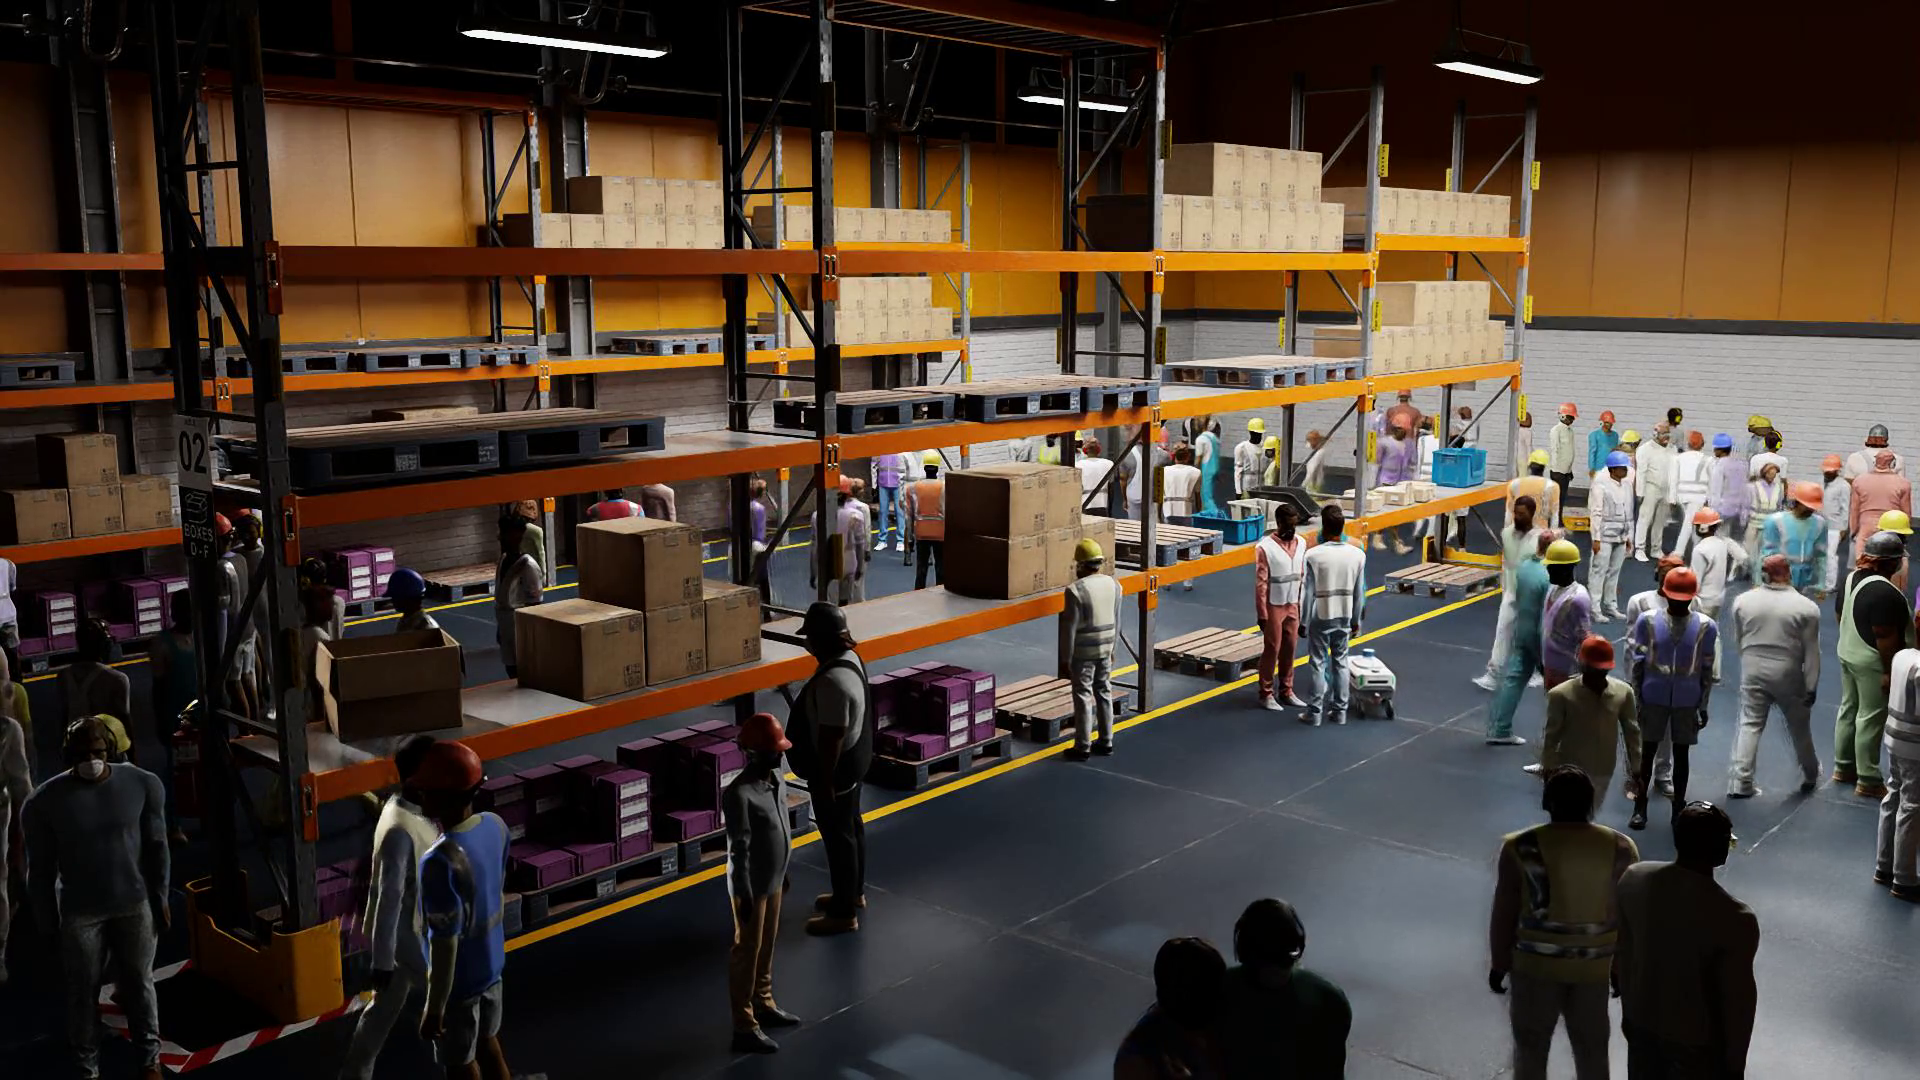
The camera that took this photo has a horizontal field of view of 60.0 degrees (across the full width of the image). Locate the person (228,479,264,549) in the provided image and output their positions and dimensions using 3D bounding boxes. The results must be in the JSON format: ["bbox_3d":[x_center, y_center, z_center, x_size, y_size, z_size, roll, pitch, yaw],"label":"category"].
[{"bbox_3d":[-7.390,0.284,17.173,0.345,1.847,0.504,7,12,34],"label":"person"}]

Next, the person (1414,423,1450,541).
[{"bbox_3d":[6.823,-0.850,23.929,0.605,1.856,0.476,8,12,39],"label":"person"}]

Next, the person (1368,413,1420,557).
[{"bbox_3d":[6.063,-0.779,23.119,0.608,1.982,1.034,-4,10,-25],"label":"person"}]

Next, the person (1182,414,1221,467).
[{"bbox_3d":[3.694,-1.191,25.453,0.615,2.028,0.409,4,10,24],"label":"person"}]

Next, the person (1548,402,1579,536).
[{"bbox_3d":[8.940,-1.049,24.688,0.380,1.993,0.610,8,12,40],"label":"person"}]

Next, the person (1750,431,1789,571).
[{"bbox_3d":[10.575,-0.496,21.753,0.329,1.873,0.515,-8,13,-41],"label":"person"}]

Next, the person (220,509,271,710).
[{"bbox_3d":[-6.513,0.588,15.128,0.382,1.930,0.549,-2,10,-10],"label":"person"}]

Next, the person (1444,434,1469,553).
[{"bbox_3d":[6.821,-0.610,22.953,0.541,1.696,0.316,3,10,17],"label":"person"}]

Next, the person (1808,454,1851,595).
[{"bbox_3d":[10.639,-0.194,20.390,0.447,1.729,0.581,-2,10,-13],"label":"person"}]

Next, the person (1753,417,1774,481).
[{"bbox_3d":[12.085,-0.986,25.092,0.323,1.737,0.484,9,13,43],"label":"person"}]

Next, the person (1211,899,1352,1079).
[{"bbox_3d":[1.032,2.156,5.769,0.642,1.943,0.499,-1,10,-6],"label":"person"}]

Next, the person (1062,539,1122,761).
[{"bbox_3d":[1.049,0.896,13.592,0.597,1.827,0.403,-8,12,-38],"label":"person"}]

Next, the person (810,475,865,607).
[{"bbox_3d":[-1.257,0.270,17.137,0.557,1.876,1.006,0,10,1],"label":"person"}]

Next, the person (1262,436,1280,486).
[{"bbox_3d":[4.165,-0.504,22.144,0.339,1.761,0.524,4,10,24],"label":"person"}]

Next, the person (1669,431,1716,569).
[{"bbox_3d":[9.766,-0.522,22.043,0.980,1.823,0.625,-6,11,-32],"label":"person"}]

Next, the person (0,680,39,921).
[{"bbox_3d":[-5.925,1.449,10.036,0.621,1.897,0.806,-7,12,-34],"label":"person"}]

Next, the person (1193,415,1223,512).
[{"bbox_3d":[3.667,-0.968,24.770,0.654,1.803,0.570,6,11,34],"label":"person"}]

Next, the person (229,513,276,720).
[{"bbox_3d":[-6.265,0.680,14.780,0.520,1.859,0.327,0,10,2],"label":"person"}]

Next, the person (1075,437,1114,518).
[{"bbox_3d":[1.694,-0.391,21.226,0.563,1.837,0.389,-2,10,-14],"label":"person"}]

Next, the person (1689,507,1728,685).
[{"bbox_3d":[7.101,0.548,15.906,0.362,1.742,0.562,9,13,44],"label":"person"}]

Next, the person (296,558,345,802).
[{"bbox_3d":[-4.822,1.052,12.554,0.331,1.861,0.509,4,10,21],"label":"person"}]

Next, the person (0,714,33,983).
[{"bbox_3d":[-5.459,1.606,9.201,0.604,1.863,0.599,-4,10,-24],"label":"person"}]

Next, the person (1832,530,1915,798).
[{"bbox_3d":[7.027,0.930,12.731,0.535,2.000,0.674,0,10,3],"label":"person"}]

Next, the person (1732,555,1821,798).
[{"bbox_3d":[6.245,1.033,12.734,0.660,1.844,0.944,8,13,41],"label":"person"}]

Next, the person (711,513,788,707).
[{"bbox_3d":[-1.905,0.602,15.419,0.926,1.808,0.572,-7,12,-35],"label":"person"}]

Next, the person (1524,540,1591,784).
[{"bbox_3d":[4.671,0.948,12.967,0.374,1.923,0.595,-1,10,-3],"label":"person"}]

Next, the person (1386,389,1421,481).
[{"bbox_3d":[7.587,-1.652,28.502,0.627,1.955,1.007,3,10,18],"label":"person"}]

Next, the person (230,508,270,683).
[{"bbox_3d":[-6.737,0.526,15.729,0.349,1.846,0.506,-3,10,-15],"label":"person"}]

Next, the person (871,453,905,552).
[{"bbox_3d":[-0.967,-0.790,23.354,0.594,1.921,0.376,2,10,13],"label":"person"}]

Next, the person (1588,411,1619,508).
[{"bbox_3d":[10.079,-1.152,26.014,0.575,1.749,0.333,-4,10,-22],"label":"person"}]

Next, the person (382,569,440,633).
[{"bbox_3d":[-3.801,1.153,11.686,0.402,1.944,0.605,-7,12,-35],"label":"person"}]

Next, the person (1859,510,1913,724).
[{"bbox_3d":[8.063,0.687,14.524,0.594,1.924,0.382,-5,11,-29],"label":"person"}]

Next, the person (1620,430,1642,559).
[{"bbox_3d":[9.164,-0.622,22.821,0.310,1.769,0.523,6,11,32],"label":"person"}]

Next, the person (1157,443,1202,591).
[{"bbox_3d":[2.697,-0.273,20.524,0.561,1.837,0.388,2,10,13],"label":"person"}]

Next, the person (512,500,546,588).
[{"bbox_3d":[-4.534,0.355,17.411,0.503,1.623,0.299,5,11,26],"label":"person"}]

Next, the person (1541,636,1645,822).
[{"bbox_3d":[4.043,1.458,10.567,0.567,1.709,0.867,-1,10,-7],"label":"person"}]

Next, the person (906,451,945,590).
[{"bbox_3d":[-0.323,-0.059,19.019,0.582,1.919,0.393,2,10,12],"label":"person"}]

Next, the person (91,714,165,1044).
[{"bbox_3d":[-4.443,1.750,8.722,0.366,1.750,0.551,2,10,10],"label":"person"}]

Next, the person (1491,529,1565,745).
[{"bbox_3d":[4.933,0.822,13.916,0.980,1.850,0.669,-2,10,-10],"label":"person"}]

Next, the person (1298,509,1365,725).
[{"bbox_3d":[3.257,0.686,14.598,0.599,1.909,0.401,-3,10,-17],"label":"person"}]

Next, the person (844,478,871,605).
[{"bbox_3d":[-1.212,0.114,18.808,0.514,1.636,0.315,8,12,38],"label":"person"}]

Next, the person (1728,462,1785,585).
[{"bbox_3d":[10.001,-0.215,20.899,0.531,1.602,0.686,0,10,-3],"label":"person"}]
